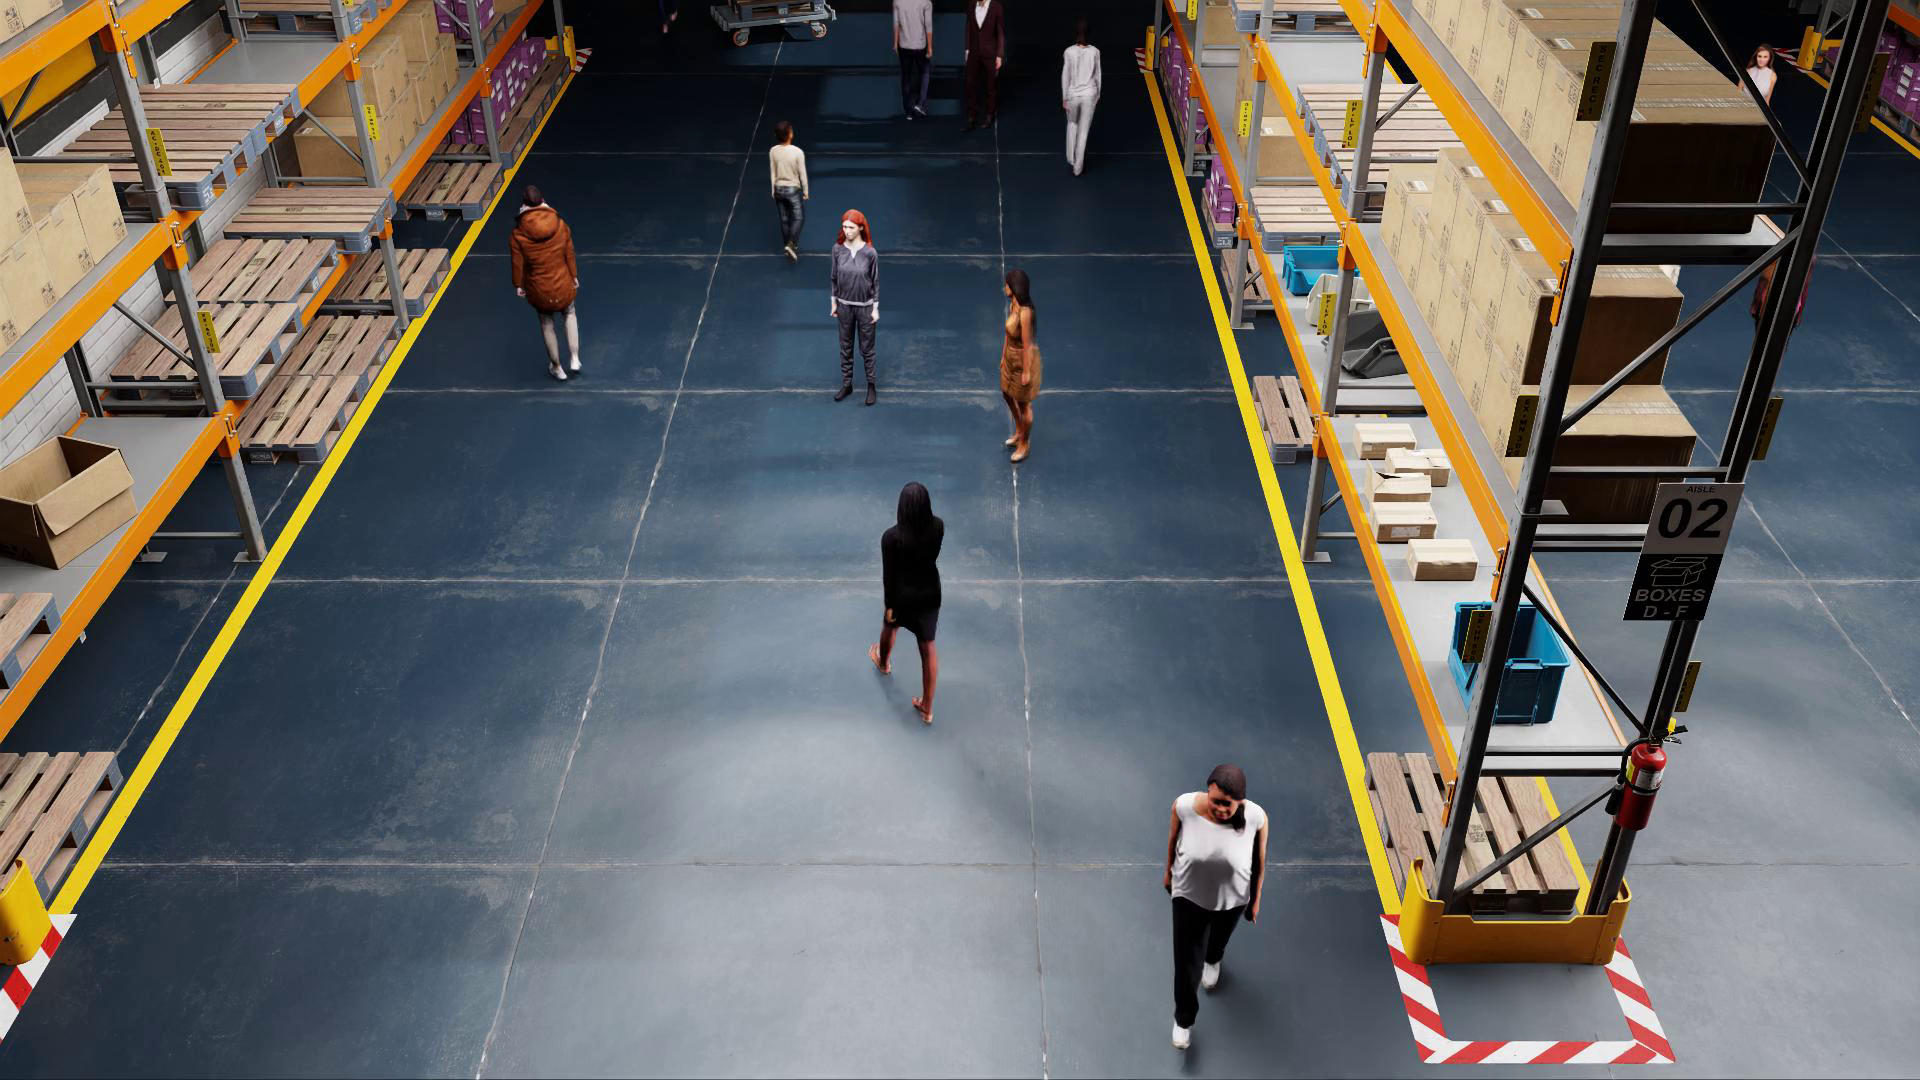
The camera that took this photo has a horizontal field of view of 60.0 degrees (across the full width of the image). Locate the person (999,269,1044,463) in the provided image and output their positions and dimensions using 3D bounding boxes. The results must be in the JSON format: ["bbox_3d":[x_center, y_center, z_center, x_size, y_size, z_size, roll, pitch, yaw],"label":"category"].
[{"bbox_3d":[0.511,-1.394,13.641,0.725,1.663,0.588,-23,40,-31],"label":"person"}]

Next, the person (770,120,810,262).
[{"bbox_3d":[-1.783,-3.549,17.074,0.656,1.451,0.866,6,34,10],"label":"person"}]

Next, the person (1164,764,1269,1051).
[{"bbox_3d":[1.354,1.809,8.832,0.765,1.652,1.083,5,34,7],"label":"person"}]

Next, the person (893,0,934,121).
[{"bbox_3d":[-0.599,-6.078,20.538,0.713,1.829,0.709,4,34,6],"label":"person"}]

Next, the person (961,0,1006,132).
[{"bbox_3d":[0.328,-5.994,20.393,0.888,1.850,0.996,12,36,18],"label":"person"}]

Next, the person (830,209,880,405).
[{"bbox_3d":[-0.907,-2.034,14.499,0.634,1.780,0.586,9,35,13],"label":"person"}]

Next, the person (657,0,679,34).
[{"bbox_3d":[-4.253,-8.089,23.677,0.630,1.703,1.047,-3,34,-4],"label":"person"}]

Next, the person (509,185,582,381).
[{"bbox_3d":[-3.624,-2.238,14.762,0.840,1.828,0.846,-15,36,-21],"label":"person"}]

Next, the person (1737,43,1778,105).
[{"bbox_3d":[8.681,-4.610,18.383,0.645,1.770,0.677,12,35,17],"label":"person"}]

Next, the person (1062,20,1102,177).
[{"bbox_3d":[1.383,-5.018,19.012,0.644,1.753,0.765,5,34,7],"label":"person"}]

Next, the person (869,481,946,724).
[{"bbox_3d":[-0.251,0.436,10.868,0.882,1.686,1.138,-14,36,-20],"label":"person"}]
